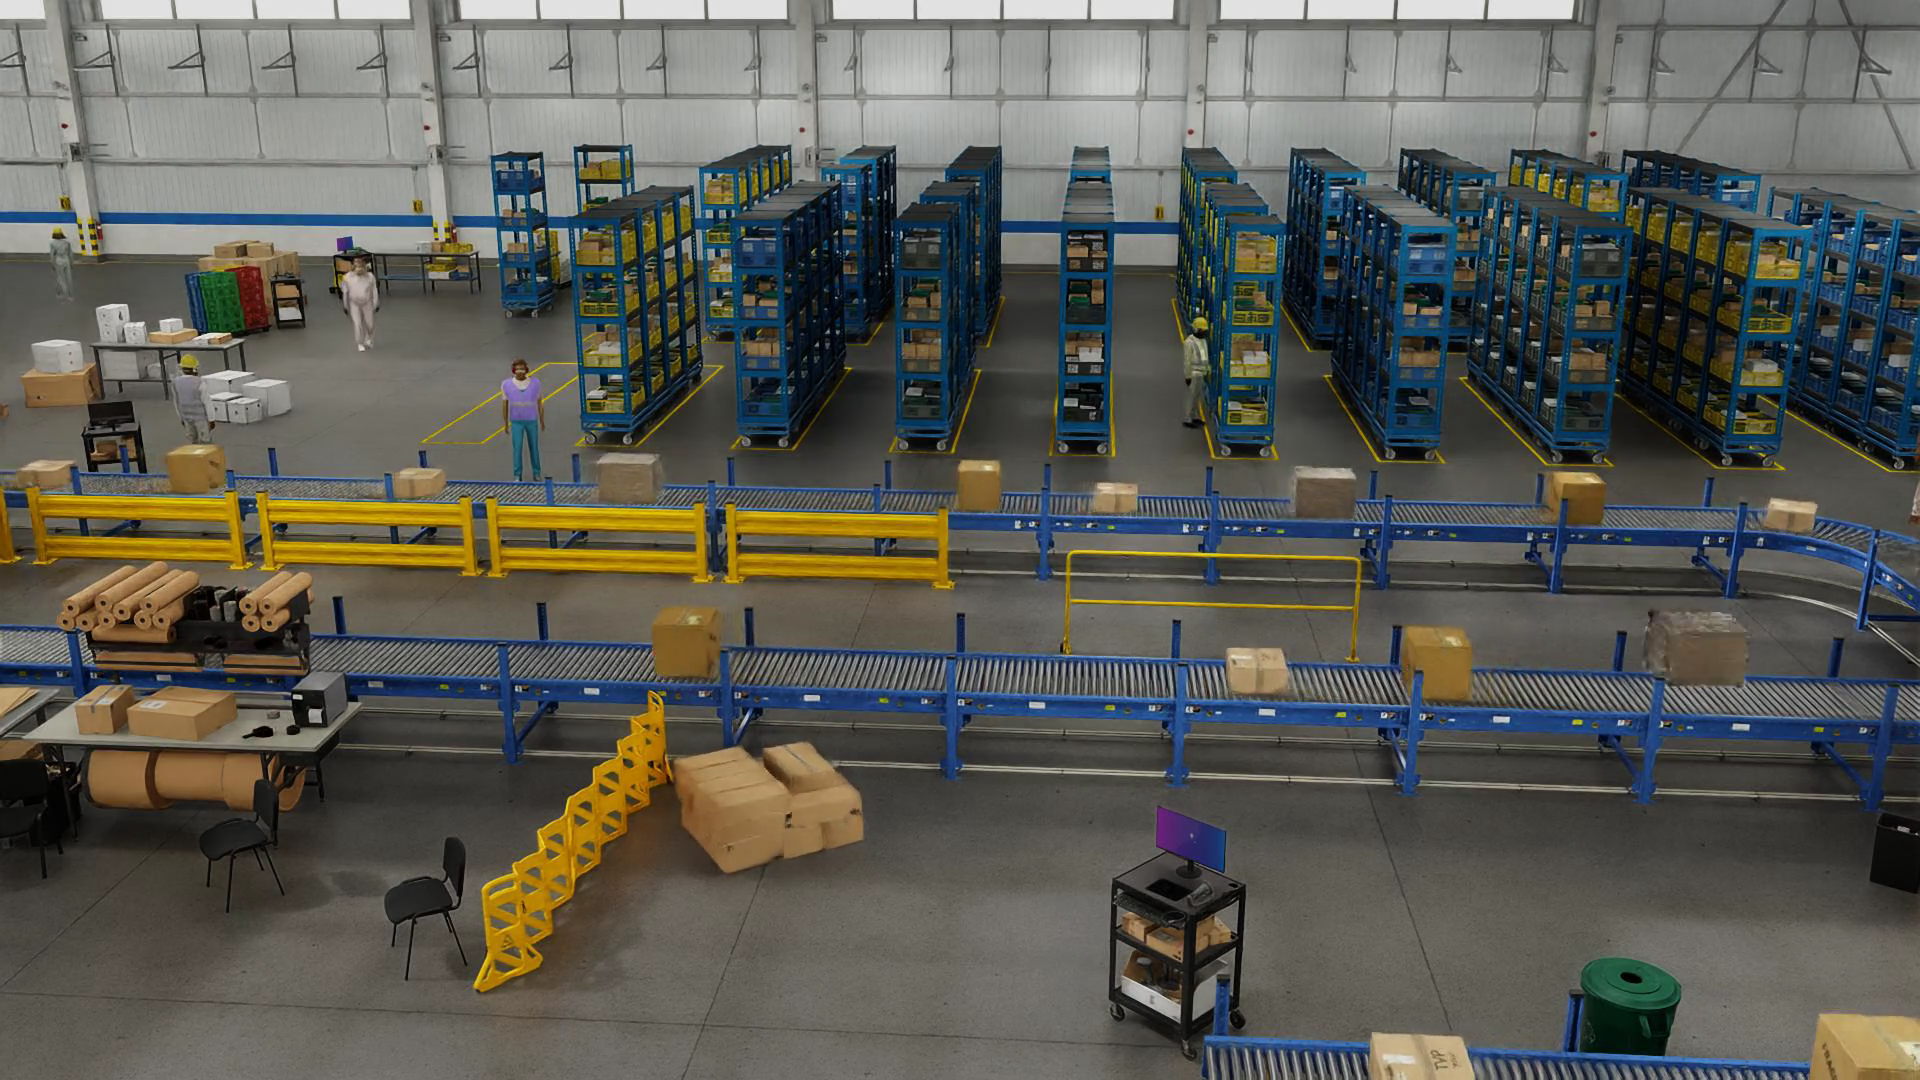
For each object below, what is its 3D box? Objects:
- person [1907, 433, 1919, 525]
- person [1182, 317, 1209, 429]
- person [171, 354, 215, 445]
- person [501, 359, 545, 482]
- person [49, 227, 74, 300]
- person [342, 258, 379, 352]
[{"bbox_3d":[12.938,-1.137,21.902,0.613,1.995,0.391,11,21,32],"label":"person"},{"bbox_3d":[3.876,-2.753,27.302,0.404,1.827,0.600,11,20,31],"label":"person"},{"bbox_3d":[-11.141,-1.802,24.285,0.592,1.830,0.404,4,18,13],"label":"person"},{"bbox_3d":[-6.282,-1.711,23.973,0.574,1.841,0.374,-5,18,-17],"label":"person"},{"bbox_3d":[-21.483,-6.615,39.715,0.695,1.718,0.518,14,22,37],"label":"person"},{"bbox_3d":[-12.075,-4.749,33.545,0.689,1.886,0.417,-7,19,-22],"label":"person"}]
